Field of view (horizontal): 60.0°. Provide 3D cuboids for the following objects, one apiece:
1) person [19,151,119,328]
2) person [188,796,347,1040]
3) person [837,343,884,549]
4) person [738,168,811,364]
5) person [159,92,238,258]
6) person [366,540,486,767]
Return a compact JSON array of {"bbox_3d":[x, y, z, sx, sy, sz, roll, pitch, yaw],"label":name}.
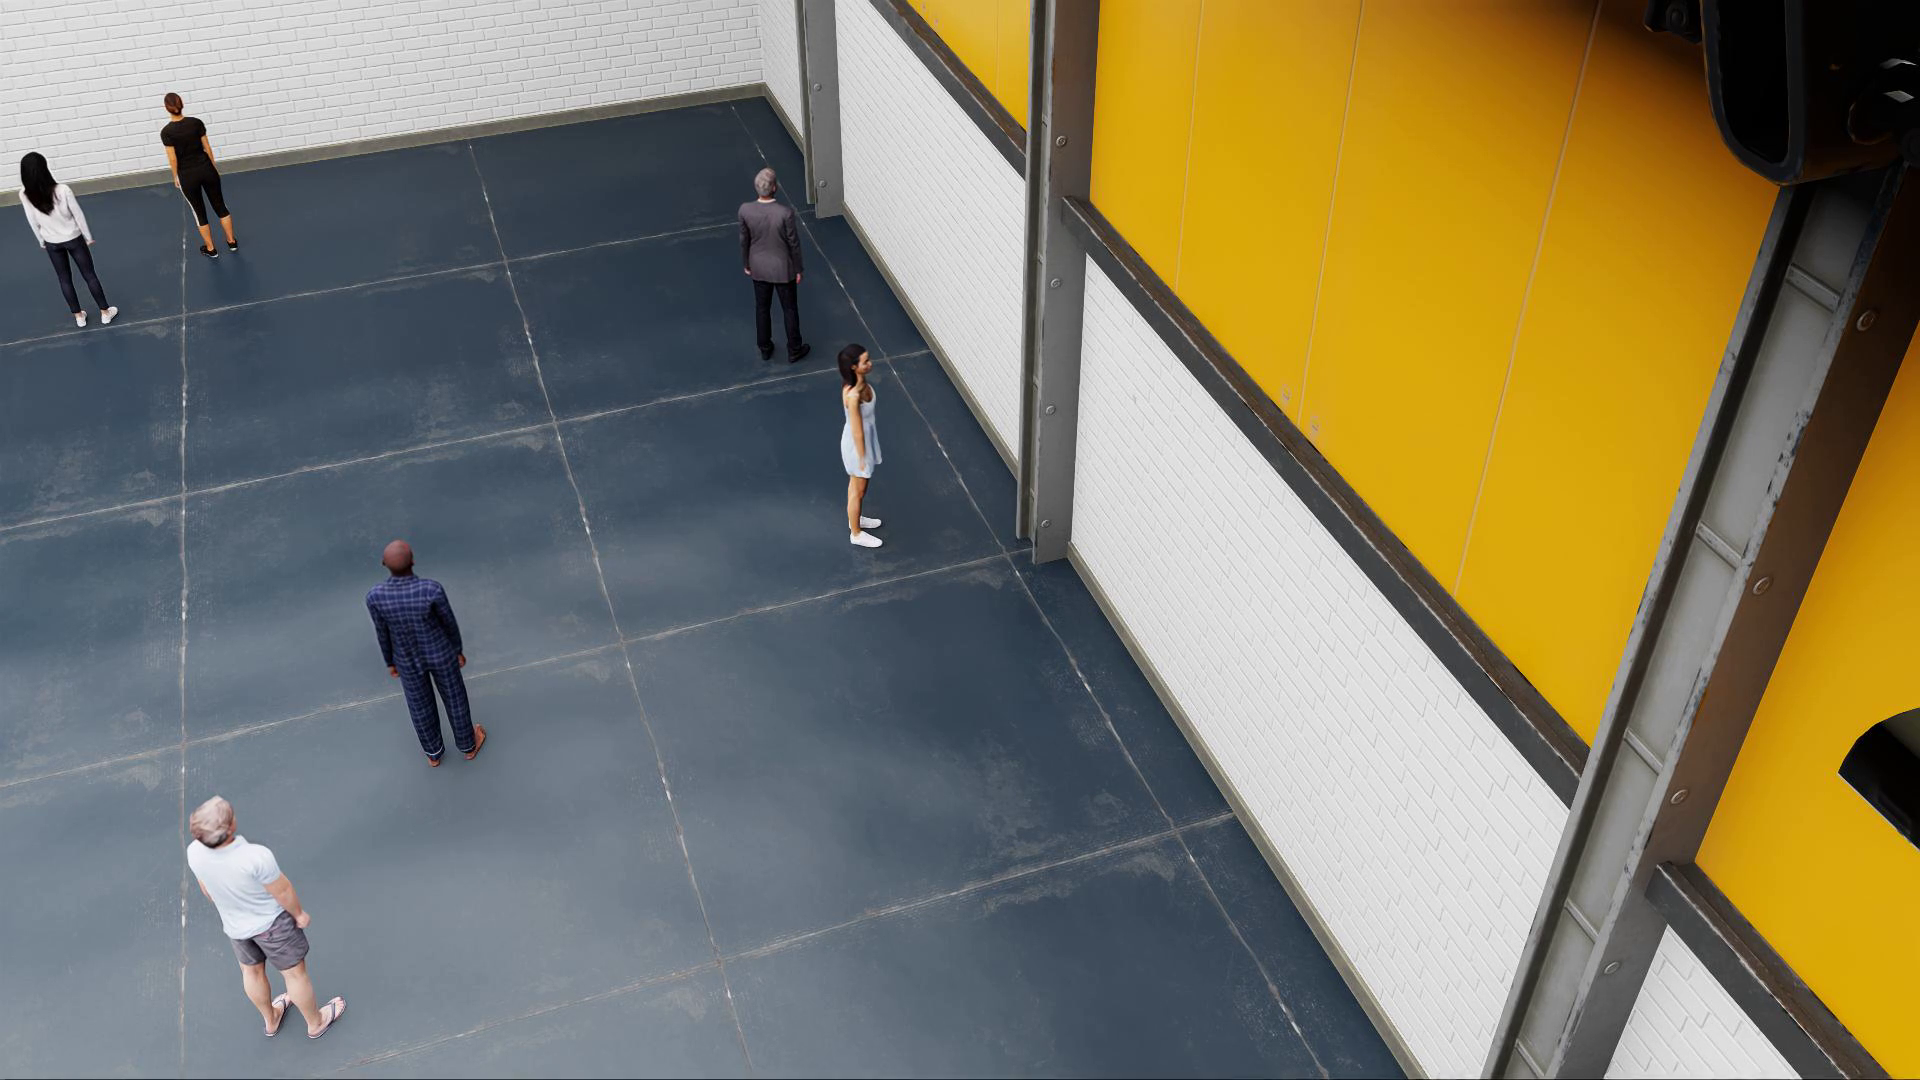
[{"bbox_3d":[-8.145,-2.727,15.095,0.639,1.700,0.583,-8,39,-10],"label":"person"},{"bbox_3d":[-3.808,2.061,8.995,0.732,1.832,0.724,5,39,6],"label":"person"},{"bbox_3d":[-0.769,-0.733,12.575,0.717,1.729,0.584,1,39,1],"label":"person"},{"bbox_3d":[-1.634,-2.405,14.578,0.813,1.842,0.813,8,39,10],"label":"person"},{"bbox_3d":[-7.419,-3.560,16.163,0.651,1.669,0.641,-29,47,-31],"label":"person"},{"bbox_3d":[-3.433,0.729,10.672,0.684,1.819,0.636,-8,39,-10],"label":"person"}]
